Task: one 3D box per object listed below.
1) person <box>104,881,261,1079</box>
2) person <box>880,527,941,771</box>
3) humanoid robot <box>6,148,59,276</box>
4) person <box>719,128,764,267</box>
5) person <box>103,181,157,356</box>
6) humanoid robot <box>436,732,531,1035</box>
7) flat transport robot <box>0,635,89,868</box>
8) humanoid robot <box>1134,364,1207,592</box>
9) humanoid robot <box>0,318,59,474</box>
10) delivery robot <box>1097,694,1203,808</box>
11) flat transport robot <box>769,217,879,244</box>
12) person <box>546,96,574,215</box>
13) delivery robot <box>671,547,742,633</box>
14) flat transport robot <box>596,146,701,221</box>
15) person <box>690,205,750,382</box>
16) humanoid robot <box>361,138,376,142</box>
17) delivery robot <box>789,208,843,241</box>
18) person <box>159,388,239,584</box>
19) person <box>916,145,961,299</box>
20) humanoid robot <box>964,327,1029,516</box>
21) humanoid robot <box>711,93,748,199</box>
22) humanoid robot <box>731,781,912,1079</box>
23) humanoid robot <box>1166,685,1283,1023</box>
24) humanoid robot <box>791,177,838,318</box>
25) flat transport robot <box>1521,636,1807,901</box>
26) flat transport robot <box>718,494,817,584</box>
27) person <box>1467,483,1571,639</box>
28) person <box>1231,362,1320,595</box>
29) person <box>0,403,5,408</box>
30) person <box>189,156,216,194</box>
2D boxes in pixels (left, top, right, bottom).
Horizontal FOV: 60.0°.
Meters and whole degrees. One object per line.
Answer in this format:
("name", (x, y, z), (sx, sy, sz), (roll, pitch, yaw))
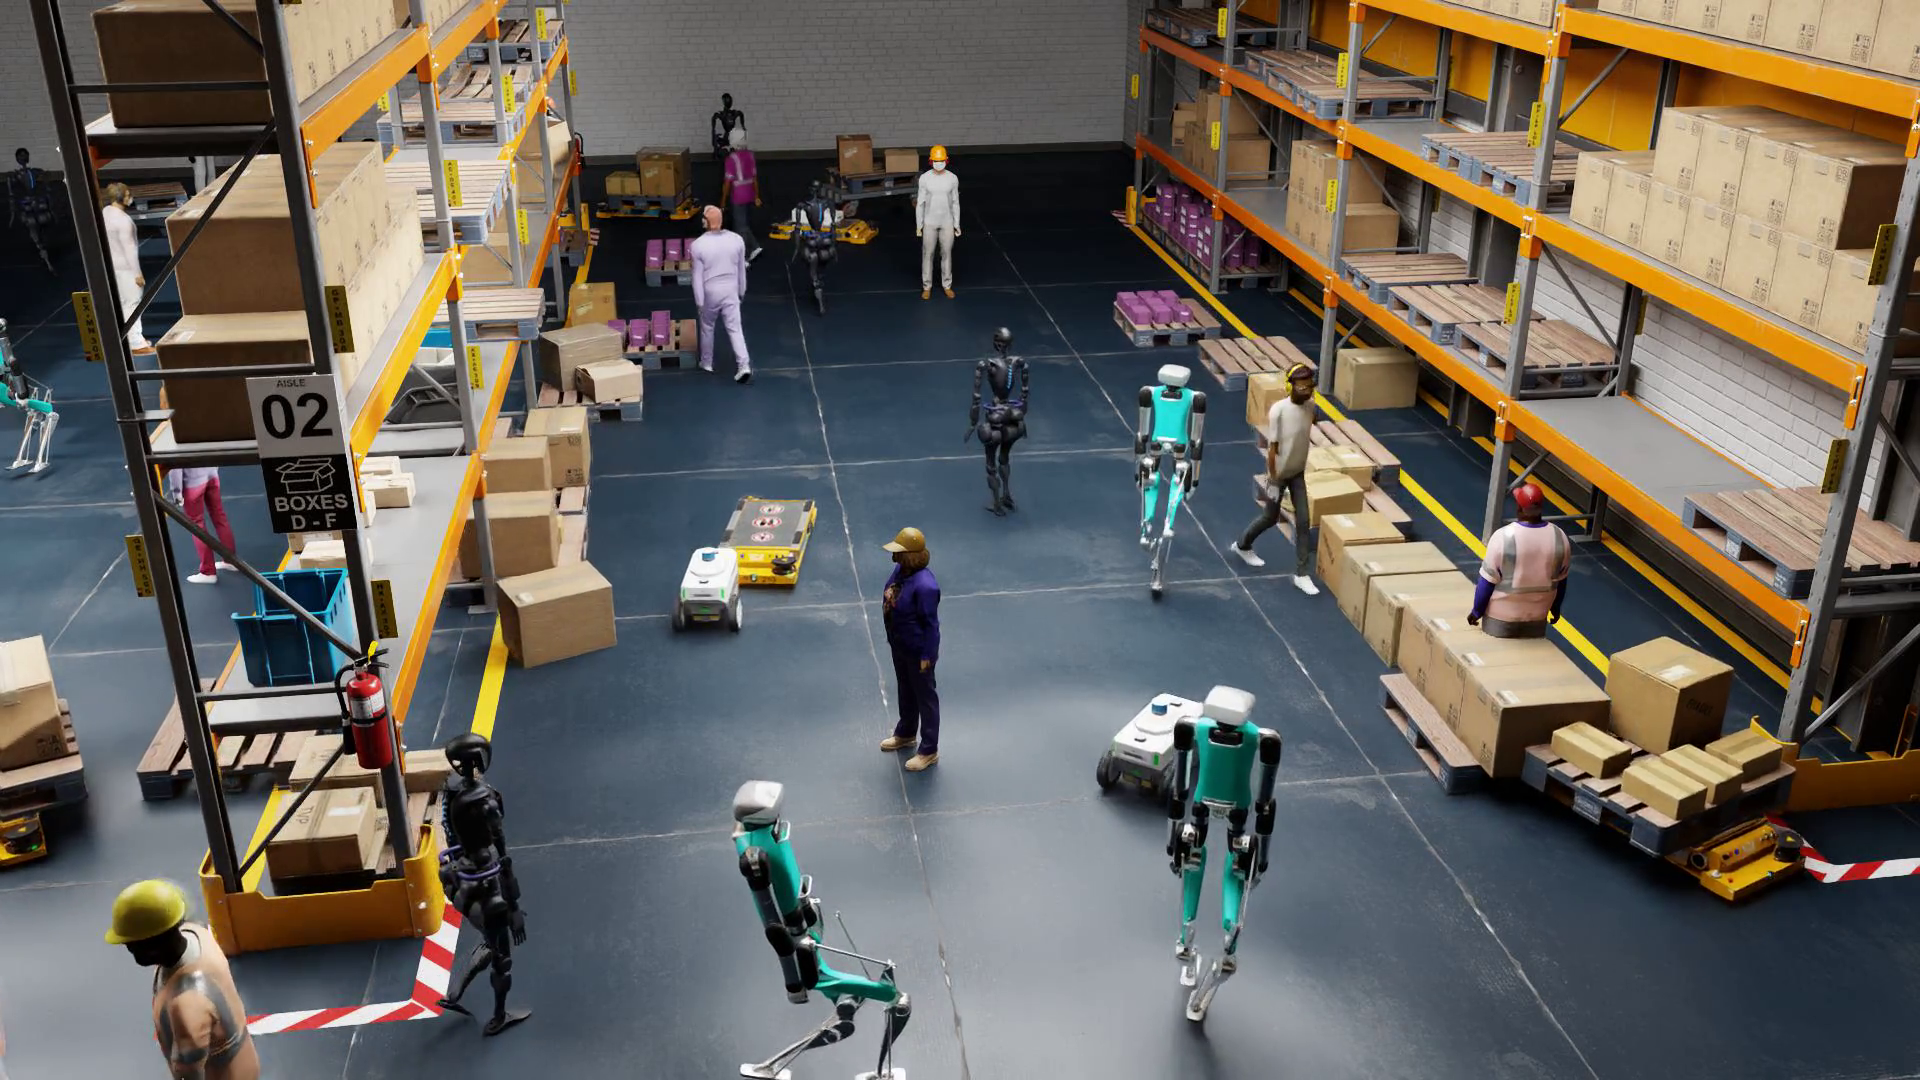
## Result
("person", (-3.054, 2.170, 6.695), (0.433, 1.906, 0.578), (-14, 27, -28))
("person", (-0.313, 0.671, 10.460), (0.337, 1.623, 0.453), (-14, 27, -29))
("humanoid robot", (-12.171, -4.299, 21.783), (0.787, 1.628, 0.610), (17, 29, 34))
("person", (-2.934, -4.533, 22.065), (0.453, 1.831, 0.486), (8, 25, 17))
("person", (-9.260, -3.020, 18.504), (0.381, 1.929, 0.641), (-20, 31, -38))
("humanoid robot", (-2.369, 1.699, 8.054), (0.609, 1.641, 0.421), (22, 32, 40))
("flat transport robot", (-5.951, 1.593, 10.050), (0.659, 0.231, 1.431), (-14, 27, -28))
("humanoid robot", (1.547, -0.397, 12.808), (0.539, 1.764, 0.992), (7, 25, 15))
("humanoid robot", (-8.482, -1.448, 14.985), (0.533, 1.677, 0.735), (8, 25, 18))
("delivery robot", (1.234, 1.273, 10.416), (0.499, 0.590, 0.793), (14, 27, 29))
("flat transport robot", (-1.940, -4.427, 23.763), (1.431, 0.231, 0.659), (6, 24, 13))
("person", (-6.113, -5.751, 24.932), (0.562, 1.751, 0.325), (3, 24, 8))
("delivery robot", (-1.882, 0.359, 12.516), (0.499, 0.605, 0.799), (0, 24, 0))
("flat transport robot", (-4.694, -5.004, 25.079), (1.431, 0.231, 0.659), (2, 24, 5))
("person", (-2.546, -2.616, 17.655), (0.646, 1.866, 0.976), (-13, 27, -27))
("humanoid robot", (-7.782, -4.529, 22.226), (0.599, 1.657, 0.315), (20, 31, 38))
("delivery robot", (-2.048, -4.527, 23.651), (0.779, 0.607, 0.517), (9, 25, 20))
("person", (-5.969, -0.443, 12.998), (0.283, 1.628, 0.503), (7, 25, 16))
("person", (-0.274, -3.940, 20.634), (0.561, 1.896, 0.352), (-4, 24, -9))
("humanoid robot", (0.311, -1.028, 14.276), (0.592, 1.647, 0.386), (-14, 27, -28))
("humanoid robot", (-3.589, -6.140, 25.921), (0.599, 1.637, 0.357), (-11, 26, -23))
("humanoid robot", (-0.545, 1.872, 7.630), (1.009, 1.718, 0.549), (0, 24, -1))
("humanoid robot", (1.229, 1.638, 8.143), (0.532, 1.791, 0.781), (7, 25, 16))
("humanoid robot", (-1.773, -3.543, 20.036), (0.598, 1.629, 0.737), (-14, 27, -29))
("flat transport robot", (4.220, 1.635, 9.953), (0.659, 0.231, 1.431), (-14, 27, -28))
("flat transport robot", (-1.590, -0.012, 13.705), (0.659, 0.231, 1.431), (1, 24, 2))
("person", (3.615, 0.448, 10.809), (0.603, 1.755, 0.420), (-2, 24, -5))
("person", (2.523, -0.533, 12.958), (0.516, 1.833, 0.869), (-14, 27, -29))
("person", (-10.050, -2.221, 16.666), (0.486, 1.942, 0.436), (-17, 29, -33))
("person", (-11.512, -5.915, 25.217), (0.429, 1.831, 0.634), (4, 24, 8))
